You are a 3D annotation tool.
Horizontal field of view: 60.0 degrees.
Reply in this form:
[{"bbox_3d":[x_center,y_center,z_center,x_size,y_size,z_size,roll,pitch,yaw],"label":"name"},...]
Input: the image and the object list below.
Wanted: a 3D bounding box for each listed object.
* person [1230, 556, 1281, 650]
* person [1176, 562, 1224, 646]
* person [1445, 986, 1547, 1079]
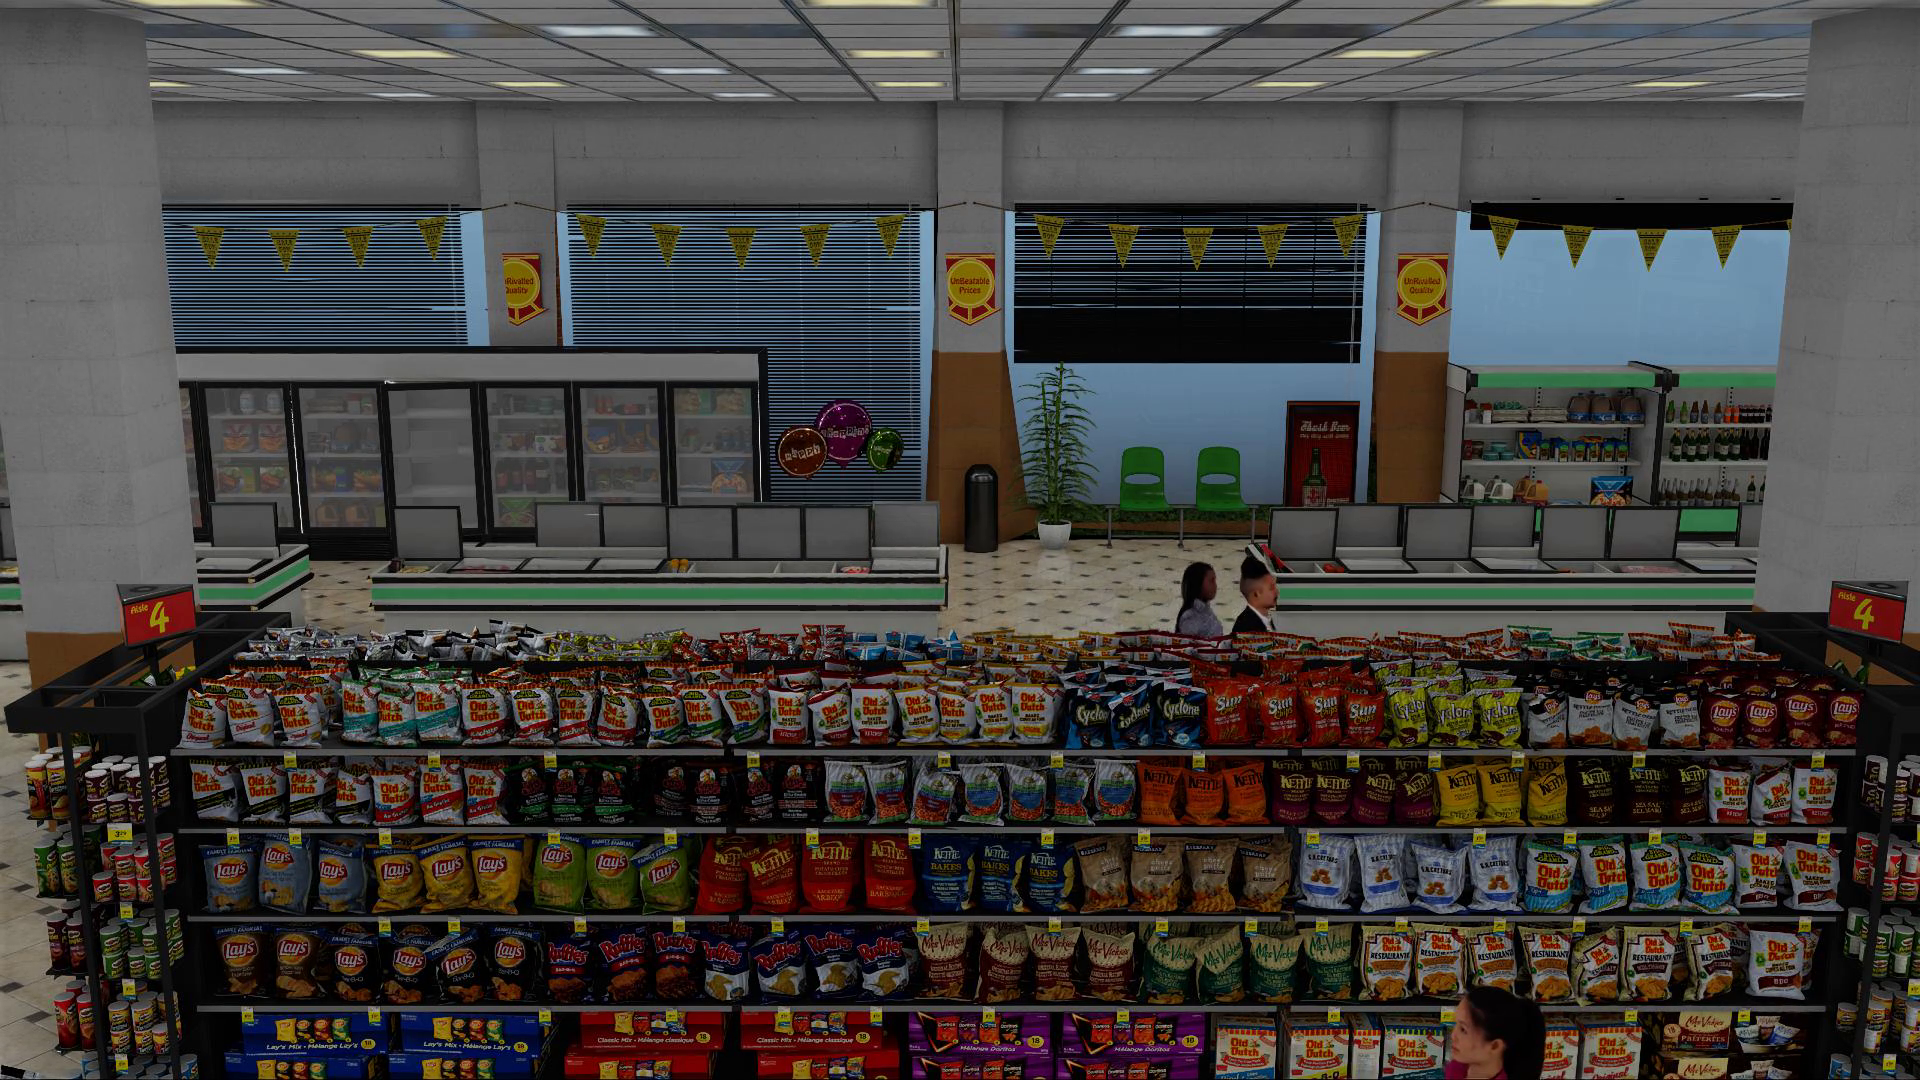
[{"bbox_3d":[1.655,1.043,10.006,1.305,1.905,0.926,3,12,15],"label":"person"},{"bbox_3d":[1.480,0.990,10.772,1.164,1.694,0.910,5,13,23],"label":"person"},{"bbox_3d":[1.601,2.171,5.149,0.602,1.698,0.610,-2,12,-9],"label":"person"}]
